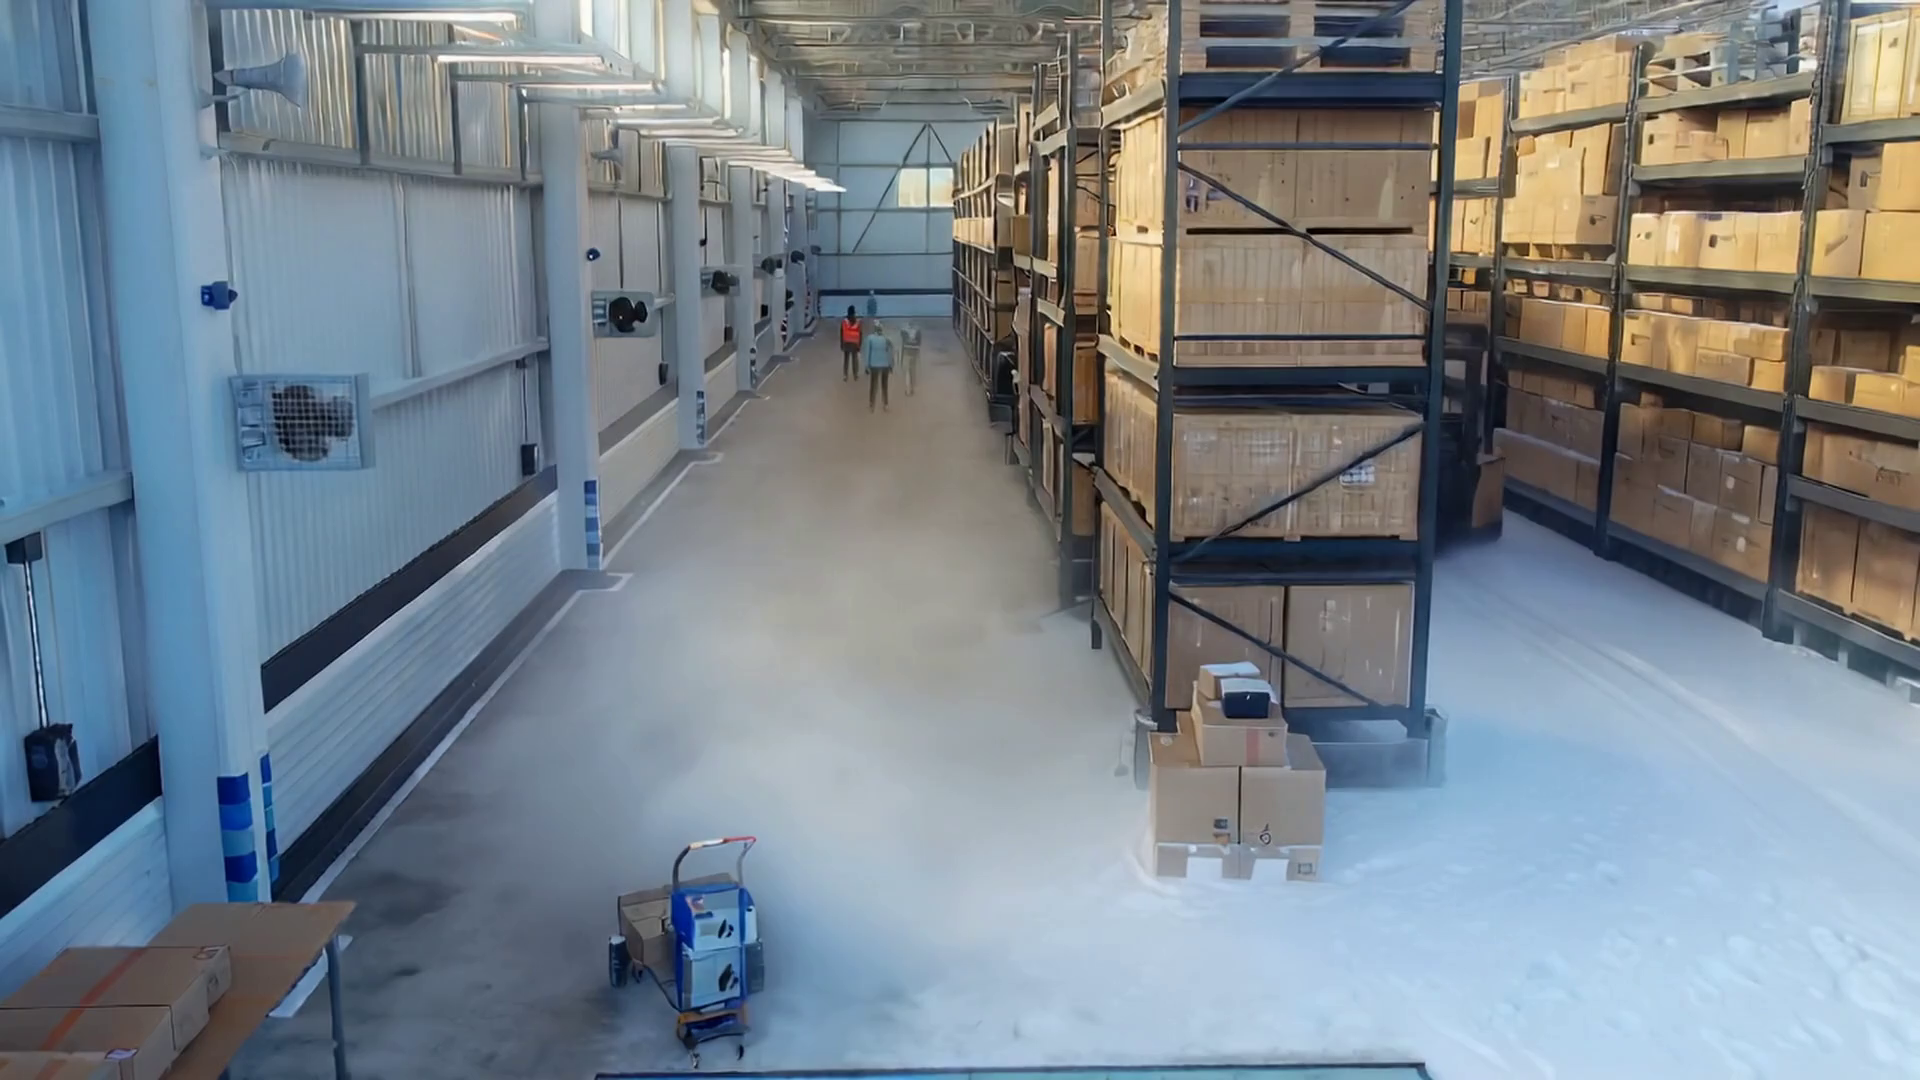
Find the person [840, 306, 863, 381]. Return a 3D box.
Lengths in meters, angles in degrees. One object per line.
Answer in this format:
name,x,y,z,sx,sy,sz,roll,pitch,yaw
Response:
person,-2.780,-5.025,42.521,0.589,1.912,0.397,-4,12,-19

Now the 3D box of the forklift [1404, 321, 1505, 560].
forklift,5.979,-1.311,20.668,1.129,2.768,1.873,9,14,38

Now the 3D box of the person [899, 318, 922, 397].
person,-1.134,-4.221,38.533,0.585,1.825,0.547,-2,11,-12

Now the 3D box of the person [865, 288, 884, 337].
person,-3.063,-7.991,58.477,0.496,1.690,0.895,8,14,37

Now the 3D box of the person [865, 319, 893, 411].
person,-1.733,-3.744,35.668,0.613,1.988,0.404,-2,11,-10
